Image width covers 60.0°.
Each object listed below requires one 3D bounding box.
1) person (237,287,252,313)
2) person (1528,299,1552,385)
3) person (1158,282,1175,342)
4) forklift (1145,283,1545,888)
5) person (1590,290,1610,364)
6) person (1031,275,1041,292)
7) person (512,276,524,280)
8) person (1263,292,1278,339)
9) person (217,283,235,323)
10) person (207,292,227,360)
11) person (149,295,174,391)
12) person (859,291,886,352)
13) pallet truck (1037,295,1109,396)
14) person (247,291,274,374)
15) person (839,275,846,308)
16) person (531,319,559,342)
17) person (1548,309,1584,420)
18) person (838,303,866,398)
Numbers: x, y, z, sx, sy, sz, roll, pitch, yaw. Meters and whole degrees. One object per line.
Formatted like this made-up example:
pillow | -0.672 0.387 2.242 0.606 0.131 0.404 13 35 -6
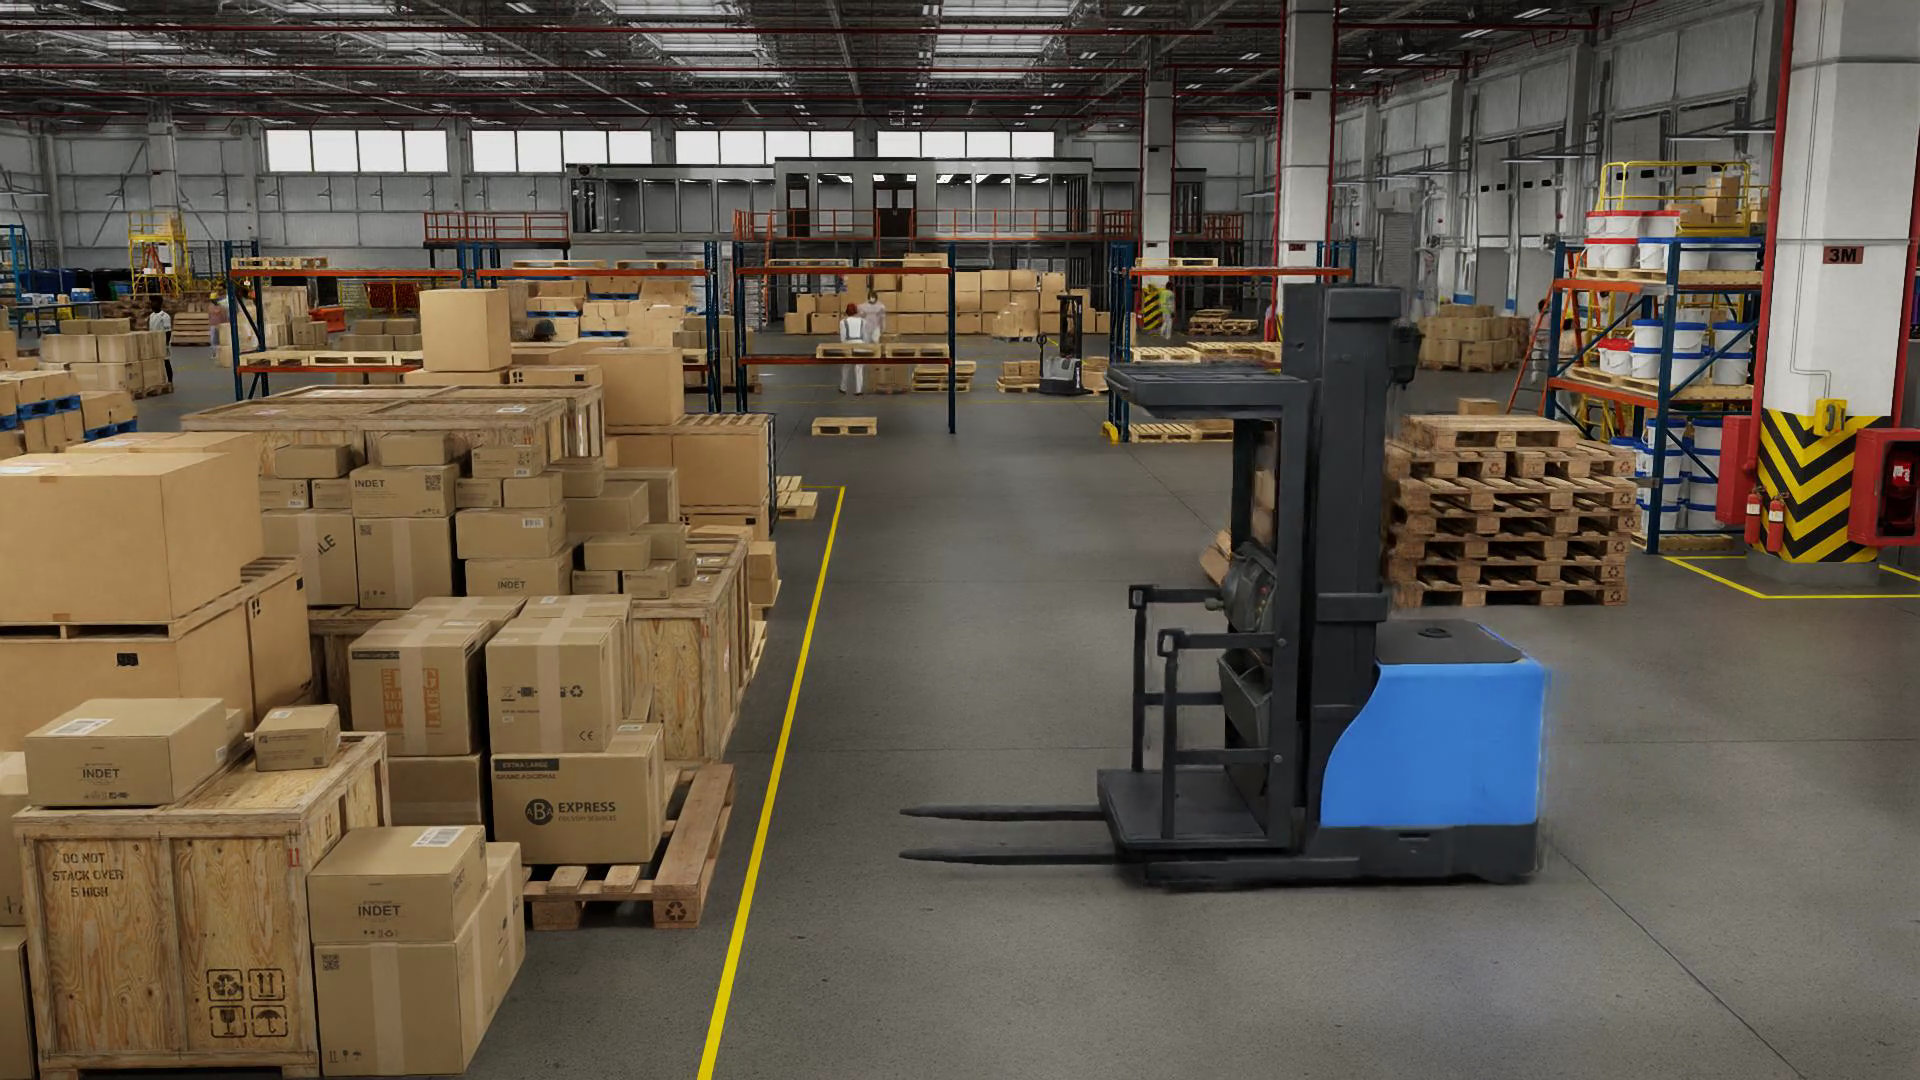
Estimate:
person | -18.459 -5.596 43.050 0.528 1.851 0.444 1 10 7
person | 12.433 -4.218 35.435 0.630 1.828 0.703 7 13 35
person | 6.313 -6.929 50.513 0.442 1.825 0.655 -6 12 -32
forklift | 1.792 0.162 8.076 1.873 2.768 1.129 0 10 -2
person | 16.015 -5.377 41.424 0.388 1.987 0.608 -2 10 -8
person | 2.633 -8.313 58.061 0.573 1.887 0.354 -6 12 -29
person | -18.126 -10.135 68.356 0.543 1.835 0.441 -1 10 -7
person | 7.389 -4.825 38.628 0.593 1.891 0.890 4 11 23
person | -19.837 -5.965 44.889 0.593 1.920 0.391 2 10 10
person | -19.217 -5.556 43.116 0.530 1.736 0.801 1 10 7
person | -16.211 -3.980 33.695 0.608 1.966 0.365 6 12 32
person | -2.067 -4.908 39.138 0.625 1.875 1.055 1 10 5
pallet truck | 2.483 -3.881 33.060 1.885 1.965 0.823 -7 13 -36
person | -15.927 -4.725 37.971 0.610 1.918 0.582 4 11 22
person | -4.163 -8.247 57.725 1.012 1.887 0.550 -4 11 -19
person | -5.486 -1.923 22.033 0.544 2.000 0.692 1 10 5
person | 10.355 -3.004 28.421 0.599 1.906 0.596 8 13 39
person | -2.112 -3.715 32.615 0.592 1.828 1.006 -4 11 -23
